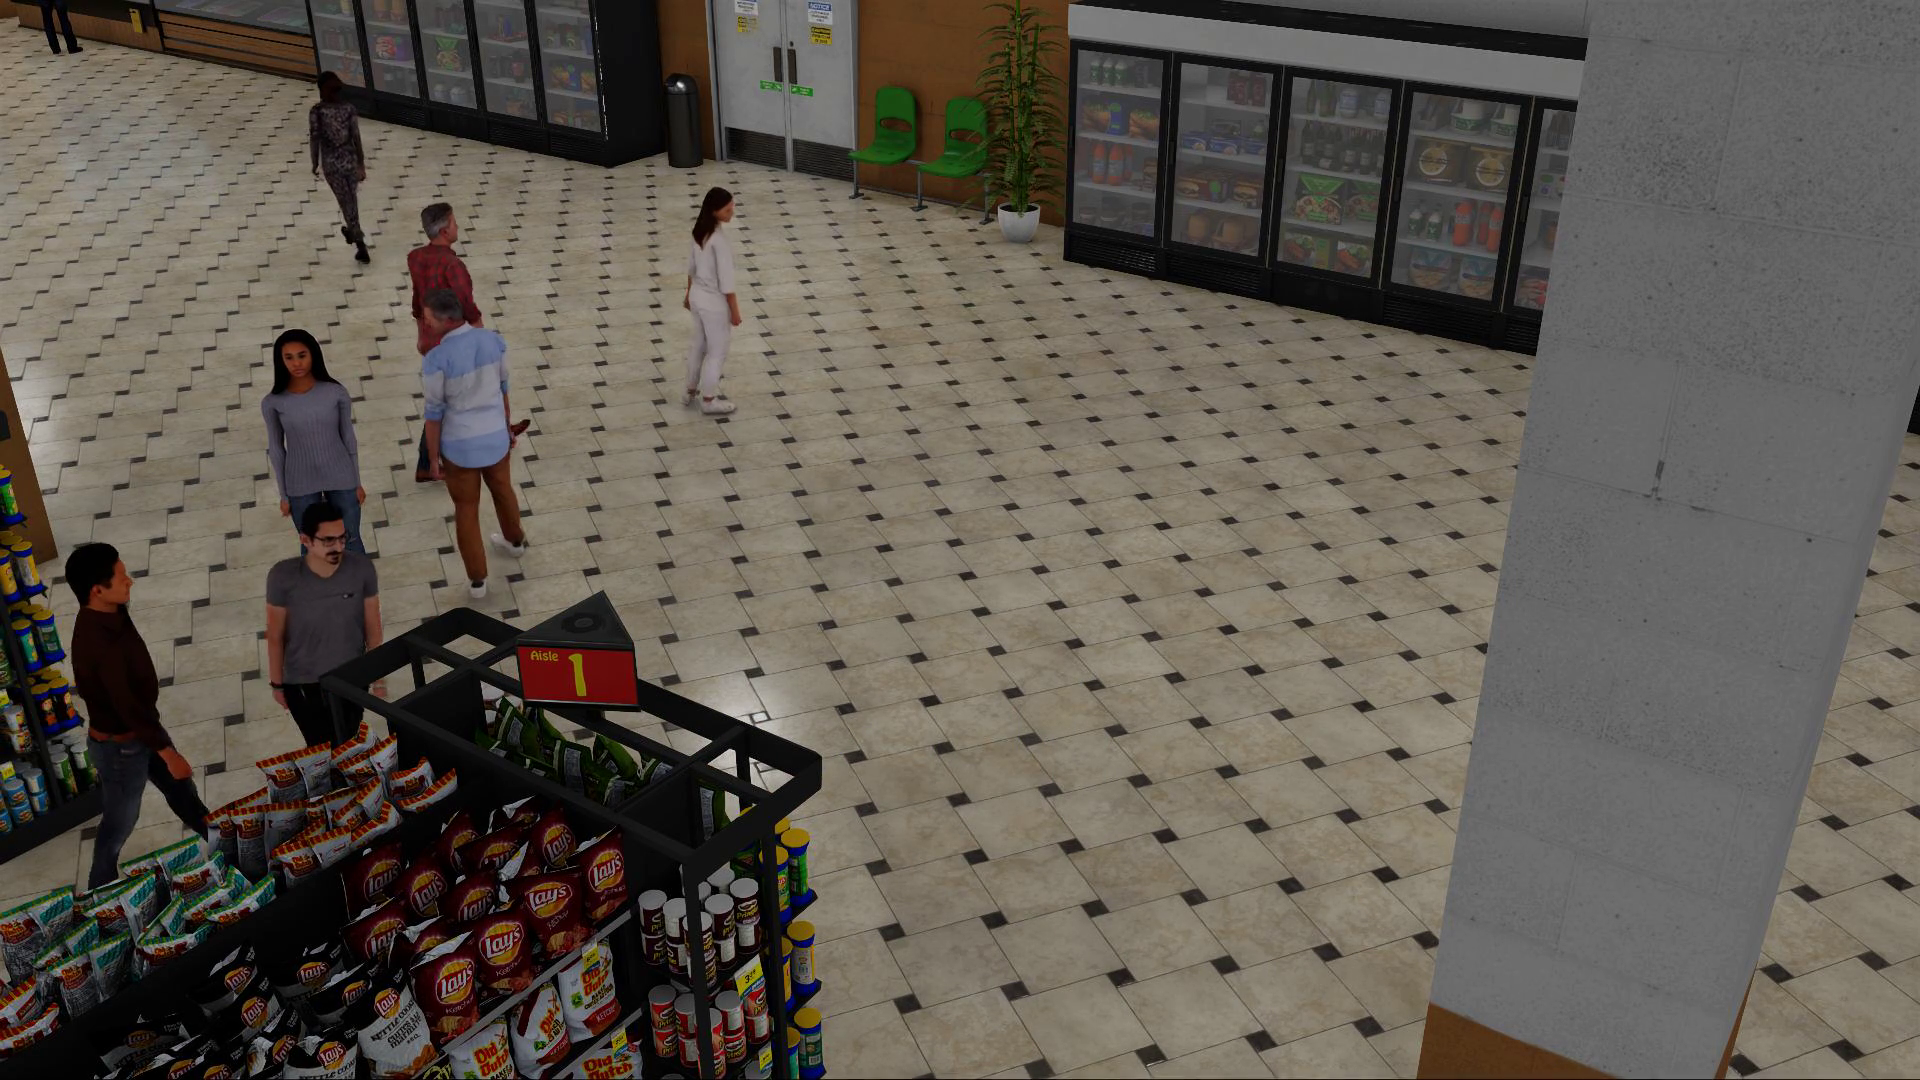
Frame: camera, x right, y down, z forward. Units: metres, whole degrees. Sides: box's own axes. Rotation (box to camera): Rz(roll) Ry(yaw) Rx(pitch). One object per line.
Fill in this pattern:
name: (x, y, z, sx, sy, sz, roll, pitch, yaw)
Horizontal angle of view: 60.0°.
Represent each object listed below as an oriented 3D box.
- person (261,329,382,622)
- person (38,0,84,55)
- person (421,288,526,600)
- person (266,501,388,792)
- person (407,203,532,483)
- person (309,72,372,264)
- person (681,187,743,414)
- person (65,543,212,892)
person: (-3.465, -0.311, 9.017, 0.635, 1.736, 0.747, -12, 29, -22)
person: (-13.171, -7.977, 24.048, 0.738, 1.813, 0.787, -3, 27, -7)
person: (-2.757, -0.526, 9.388, 0.905, 1.783, 0.902, -20, 33, -34)
person: (-2.798, 0.588, 7.266, 0.905, 1.715, 0.822, -17, 31, -30)
person: (-3.388, -1.235, 10.789, 0.861, 1.781, 1.246, 24, 36, 39)
person: (-5.569, -3.327, 15.034, 1.111, 1.672, 0.904, -18, 32, -31)
person: (-1.819, -1.688, 11.818, 0.831, 1.657, 0.746, 21, 34, 36)
person: (-3.456, 0.853, 6.723, 1.173, 1.734, 1.040, -10, 28, -18)
